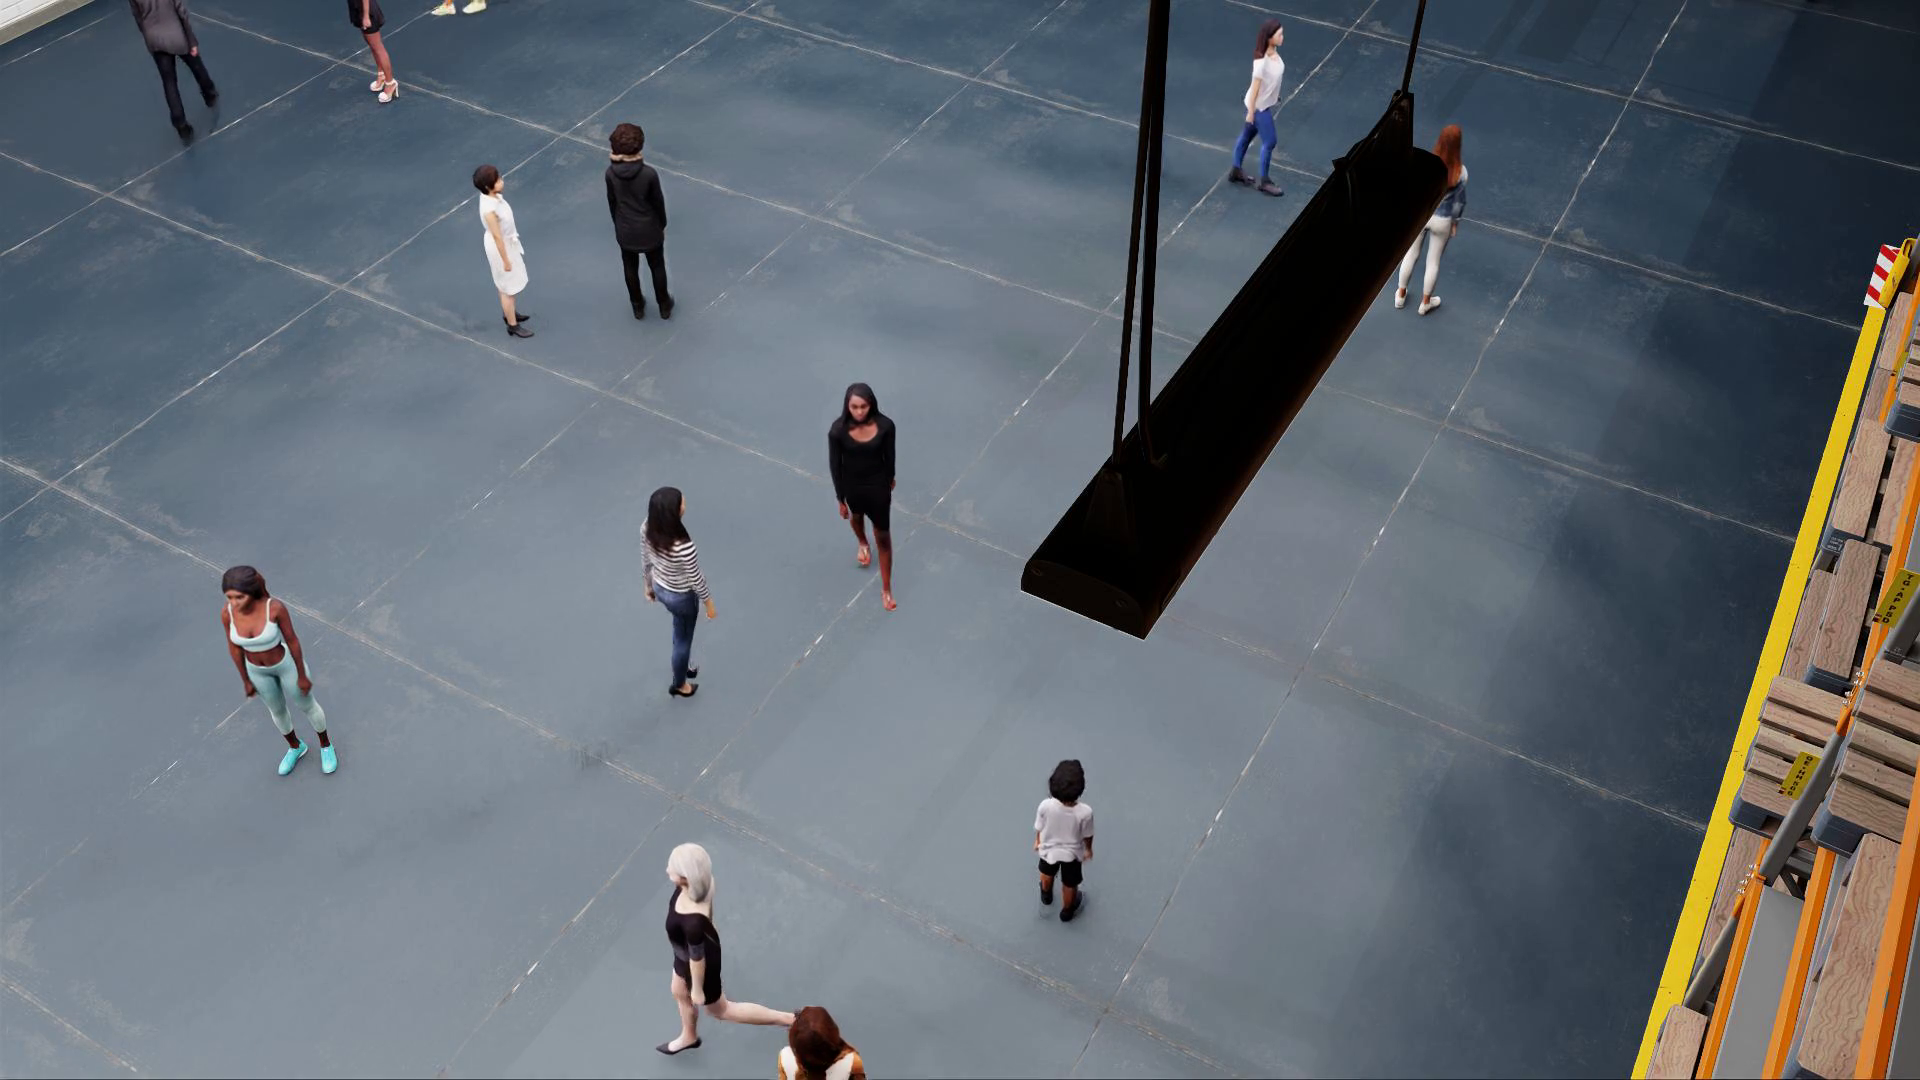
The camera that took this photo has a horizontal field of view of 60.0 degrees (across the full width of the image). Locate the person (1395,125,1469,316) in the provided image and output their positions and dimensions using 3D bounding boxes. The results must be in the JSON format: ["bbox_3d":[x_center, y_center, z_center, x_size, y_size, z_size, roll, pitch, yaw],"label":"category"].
[{"bbox_3d":[3.900,-2.643,13.766,0.611,1.701,0.493,22,48,21],"label":"person"}]

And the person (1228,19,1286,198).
[{"bbox_3d":[2.644,-3.961,15.172,0.771,1.668,0.781,11,45,11],"label":"person"}]

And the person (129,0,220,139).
[{"bbox_3d":[-7.574,-4.728,15.891,1.192,1.788,1.286,-8,44,-8],"label":"person"}]

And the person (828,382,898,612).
[{"bbox_3d":[-0.679,-0.437,11.458,1.014,1.690,1.139,-5,44,-6],"label":"person"}]

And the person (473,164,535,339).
[{"bbox_3d":[-3.744,-2.370,13.586,0.695,1.554,0.641,-12,45,-12],"label":"person"}]

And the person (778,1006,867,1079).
[{"bbox_3d":[-0.635,2.847,7.955,0.758,1.767,0.986,8,44,9],"label":"person"}]

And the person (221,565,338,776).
[{"bbox_3d":[-4.169,0.792,10.143,0.651,1.724,0.689,-3,44,-3],"label":"person"}]

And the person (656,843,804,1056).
[{"bbox_3d":[-1.251,2.181,8.628,1.074,1.802,1.087,-5,44,-5],"label":"person"}]

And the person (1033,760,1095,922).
[{"bbox_3d":[0.578,1.746,9.482,0.577,1.255,0.629,9,44,9],"label":"person"}]

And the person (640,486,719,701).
[{"bbox_3d":[-1.852,0.420,10.497,0.661,1.775,0.663,28,50,26],"label":"person"}]

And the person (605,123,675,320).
[{"bbox_3d":[-2.641,-2.586,13.653,0.712,1.774,0.739,-1,44,-1],"label":"person"}]

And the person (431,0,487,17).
[{"bbox_3d":[-5.326,-6.479,17.737,0.930,1.777,0.787,-27,50,-26],"label":"person"}]

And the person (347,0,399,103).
[{"bbox_3d":[-5.863,-5.203,16.388,0.681,1.789,0.656,-21,48,-21],"label":"person"}]
